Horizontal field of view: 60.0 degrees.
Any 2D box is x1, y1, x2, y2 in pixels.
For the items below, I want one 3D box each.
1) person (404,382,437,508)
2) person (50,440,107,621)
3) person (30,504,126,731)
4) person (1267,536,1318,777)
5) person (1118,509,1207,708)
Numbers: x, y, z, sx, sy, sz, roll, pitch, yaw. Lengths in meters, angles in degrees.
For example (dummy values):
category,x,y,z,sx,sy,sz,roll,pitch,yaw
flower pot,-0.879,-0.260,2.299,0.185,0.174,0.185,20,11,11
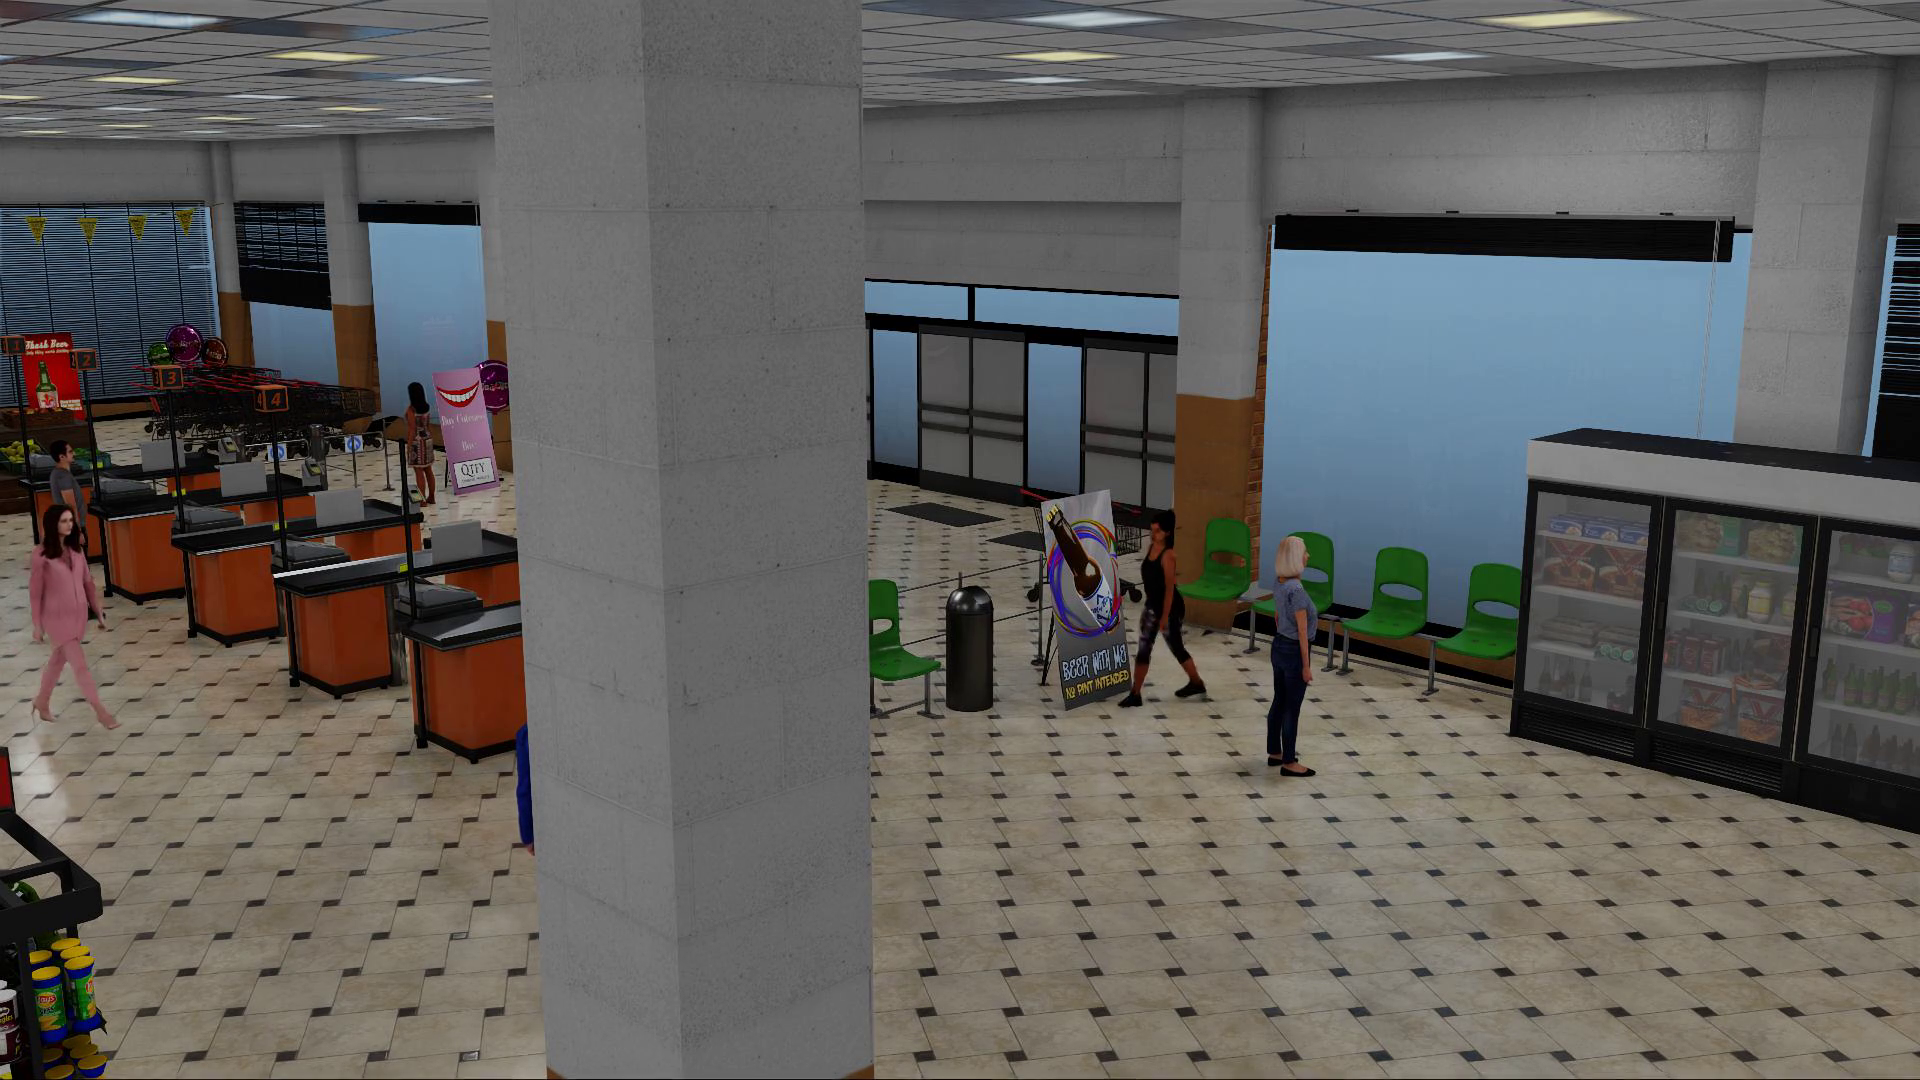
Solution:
category,x,y,z,sx,sy,sz,roll,pitch,yaw
person,-7.145,-1.271,21.997,0.784,1.645,0.639,4,12,17
person,-8.672,-0.108,16.208,0.563,1.755,0.622,-10,15,-39
person,-6.918,0.632,12.735,1.014,1.737,1.193,4,13,20
person,2.358,0.818,11.887,0.672,1.722,0.656,-3,12,-13
person,1.691,0.563,13.363,1.157,1.614,0.864,-4,13,-20
